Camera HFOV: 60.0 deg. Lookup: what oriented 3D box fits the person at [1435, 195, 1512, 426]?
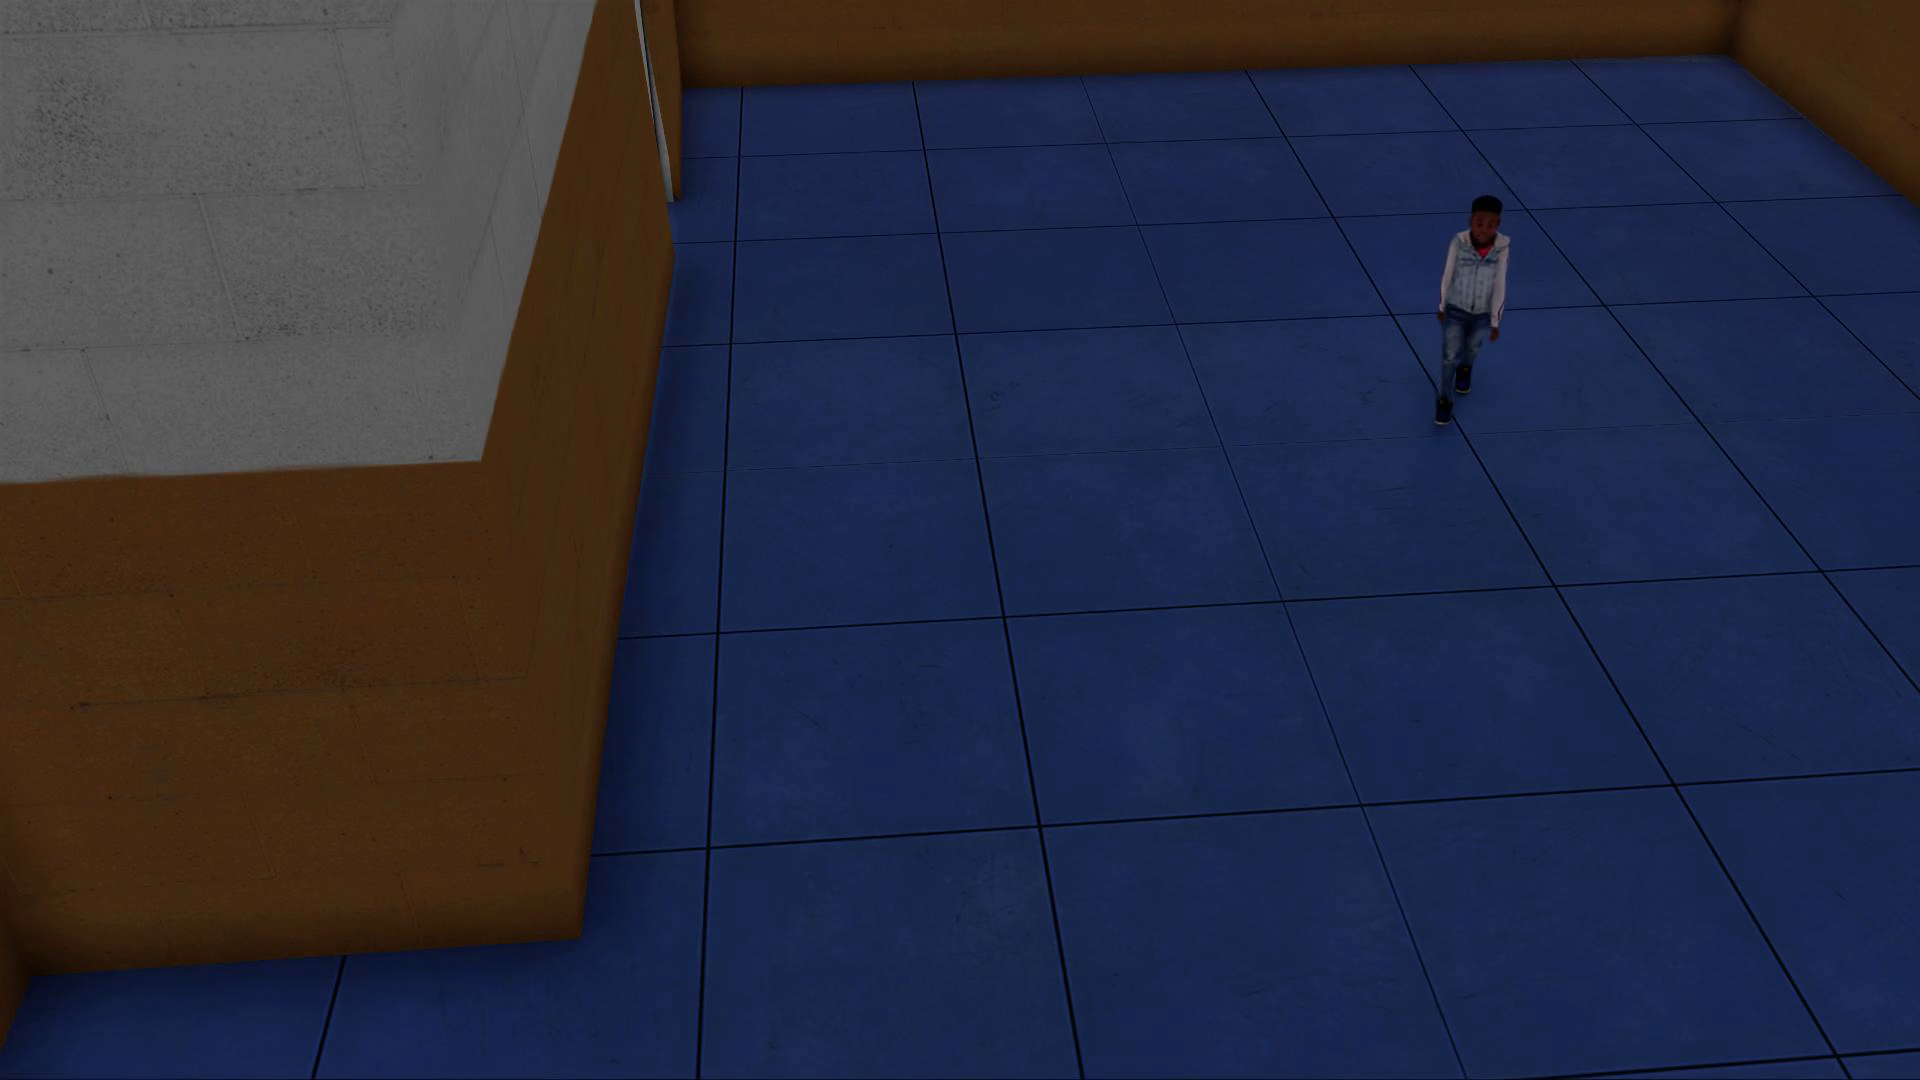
[{"bbox_3d":[2.767,-1.289,8.969,0.887,1.231,0.750,10,38,13],"label":"person"}]
